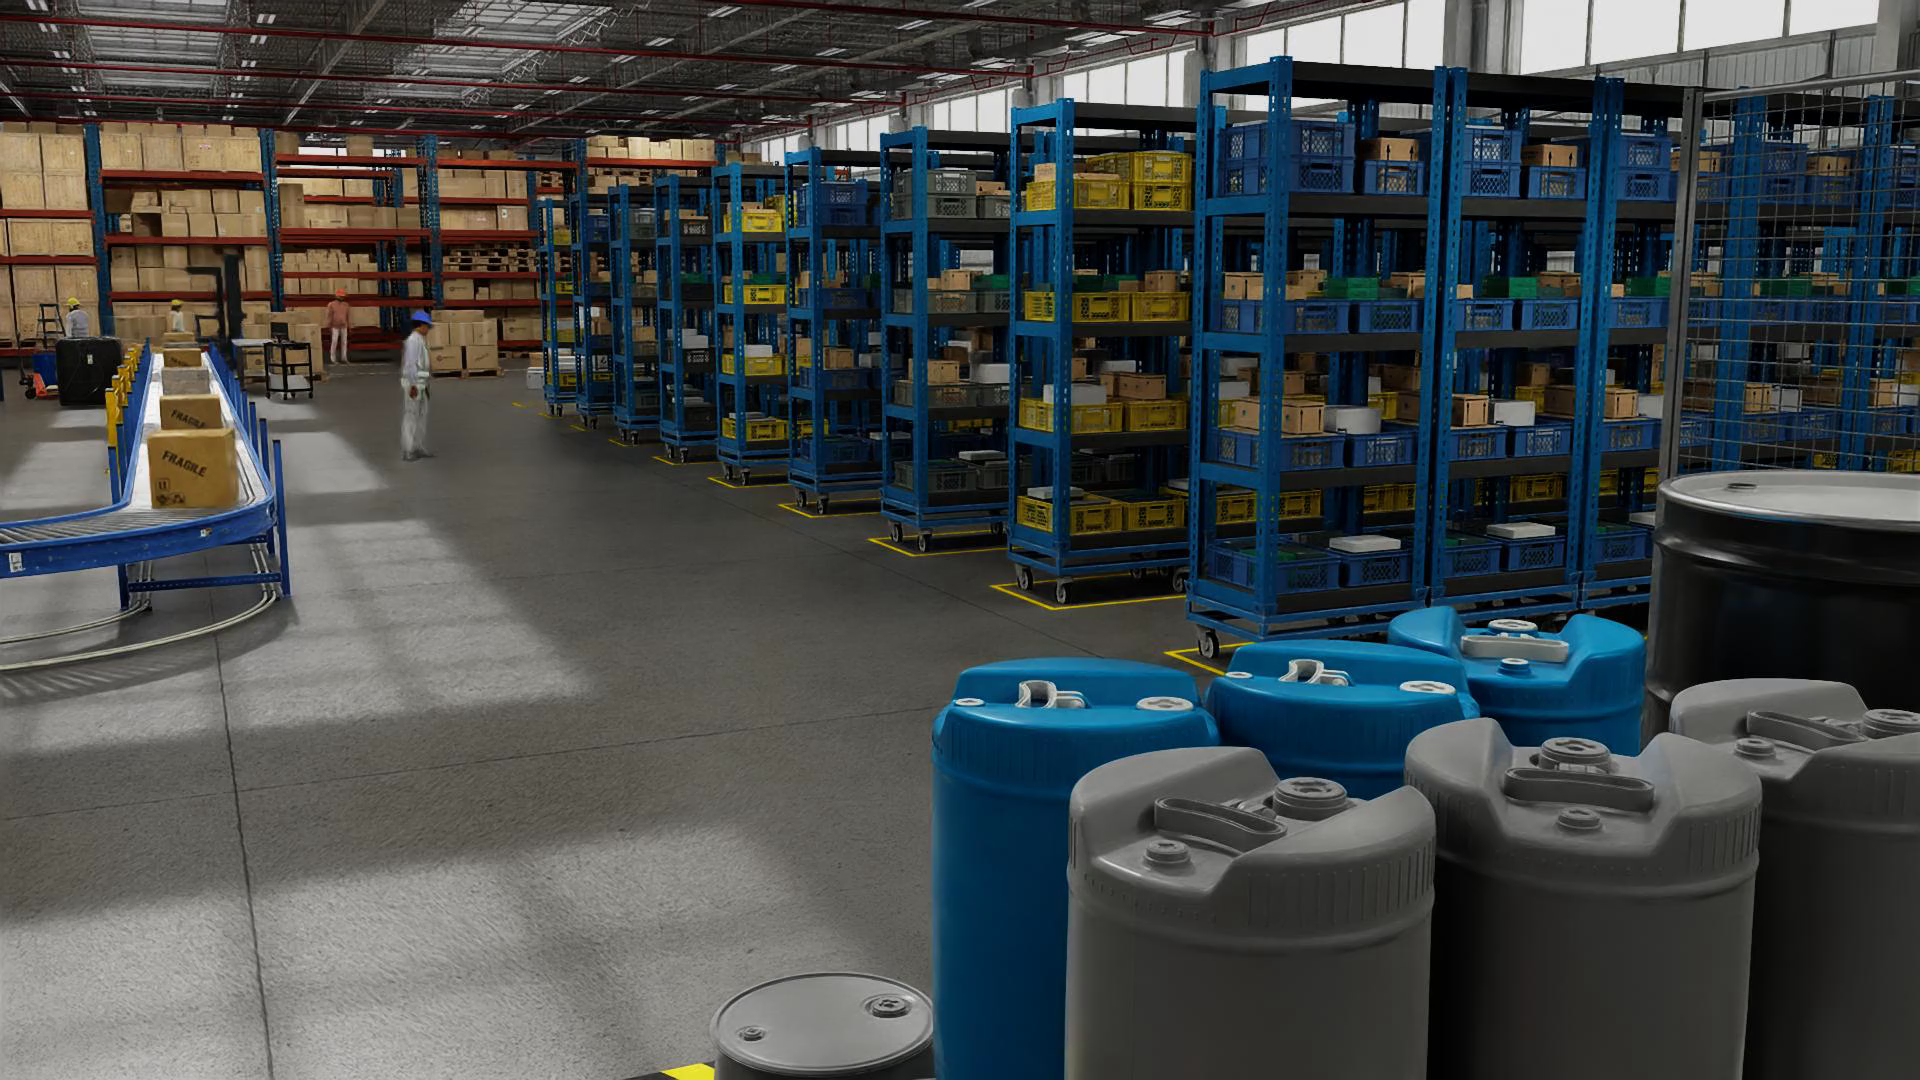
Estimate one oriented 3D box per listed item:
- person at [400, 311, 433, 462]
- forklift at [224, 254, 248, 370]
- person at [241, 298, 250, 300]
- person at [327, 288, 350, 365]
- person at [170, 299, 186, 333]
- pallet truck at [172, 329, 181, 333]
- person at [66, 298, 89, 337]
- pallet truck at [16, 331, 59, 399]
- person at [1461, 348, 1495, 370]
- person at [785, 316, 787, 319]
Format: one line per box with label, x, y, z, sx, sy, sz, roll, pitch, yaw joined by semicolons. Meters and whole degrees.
person;-6.990;-1.969;21.340;0.388;1.905;0.741;-2;9;-10
forklift;-17.509;-5.499;40.205;1.873;2.768;1.129;-4;10;-25
person;-20.245;-6.120;47.360;0.759;1.804;0.627;-3;10;-20
person;-16.149;-5.545;43.280;0.413;1.983;0.608;9;13;43
person;-19.448;-5.154;41.602;0.831;1.738;0.522;-4;10;-24
pallet truck;-17.275;-3.851;35.096;1.601;1.201;0.680;0;9;1
person;-20.243;-4.636;38.139;0.404;1.826;0.592;3;10;18
pallet truck;-17.082;-3.353;31.781;1.630;1.274;0.653;-4;10;-25
person;5.768;-1.508;18.666;0.584;1.835;0.505;0;9;0
person;-3.467;-4.213;35.524;0.593;1.819;0.405;-1;9;-5
